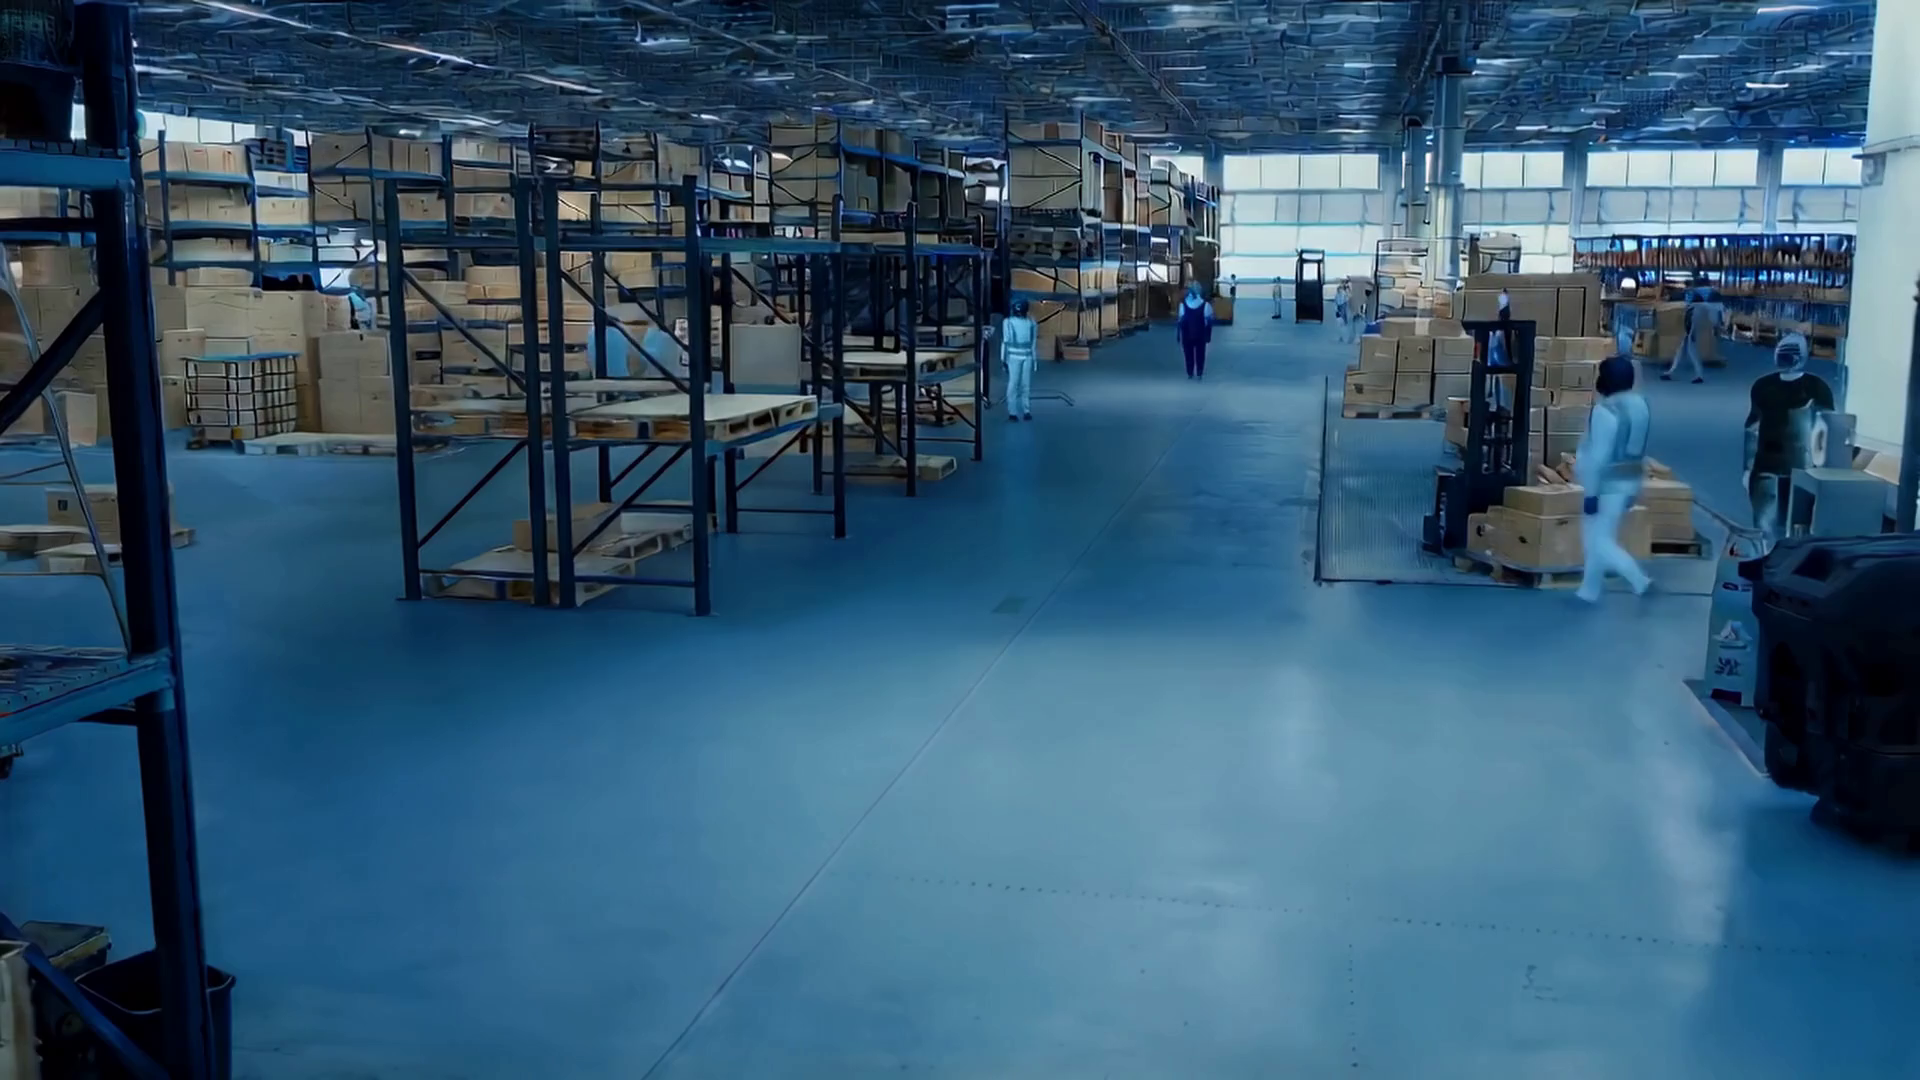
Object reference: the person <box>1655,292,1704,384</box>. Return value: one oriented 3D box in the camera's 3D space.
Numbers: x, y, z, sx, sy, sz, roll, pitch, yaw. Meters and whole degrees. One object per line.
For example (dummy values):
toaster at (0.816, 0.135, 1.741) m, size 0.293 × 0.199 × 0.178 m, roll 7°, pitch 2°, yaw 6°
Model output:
person at (14.427, -4.025, 33.154) m, size 0.941 × 1.822 × 0.555 m, roll 4°, pitch 10°, yaw 20°

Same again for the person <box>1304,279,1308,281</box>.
person at (14.476, -10.166, 70.024) m, size 0.537 × 1.657 × 0.856 m, roll -3°, pitch 10°, yaw -17°

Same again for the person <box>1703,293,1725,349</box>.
person at (19.516, -5.611, 43.175) m, size 0.523 × 1.600 × 0.752 m, roll 2°, pitch 10°, yaw 9°

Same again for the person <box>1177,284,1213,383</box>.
person at (4.747, -4.214, 33.641) m, size 0.691 × 2.000 × 1.009 m, roll 2°, pitch 10°, yaw 14°

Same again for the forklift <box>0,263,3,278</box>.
forklift at (-25.156, -6.268, 43.325) m, size 1.873 × 2.768 × 1.129 m, roll -7°, pitch 12°, yaw -38°

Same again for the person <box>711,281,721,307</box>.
person at (-5.854, -5.266, 40.143) m, size 0.990 × 1.942 × 0.647 m, roll 8°, pitch 13°, yaw 41°

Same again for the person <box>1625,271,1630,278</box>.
person at (32.314, -12.097, 80.582) m, size 0.375 × 1.950 × 0.614 m, roll 5°, pitch 11°, yaw 27°

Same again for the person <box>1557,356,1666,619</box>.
person at (4.525, -0.354, 11.441) m, size 0.723 × 1.818 × 0.635 m, roll 9°, pitch 13°, yaw 44°

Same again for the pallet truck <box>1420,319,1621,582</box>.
pallet truck at (4.543, -0.757, 13.299) m, size 0.823 × 1.965 × 1.885 m, roll -4°, pitch 10°, yaw -22°

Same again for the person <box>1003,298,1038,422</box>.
person at (0.924, -2.746, 25.418) m, size 0.576 × 1.883 × 0.354 m, roll -5°, pitch 11°, yaw -28°

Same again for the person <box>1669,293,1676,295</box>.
person at (34.628, -12.044, 80.625) m, size 0.403 × 1.831 × 0.596 m, roll -4°, pitch 10°, yaw -23°

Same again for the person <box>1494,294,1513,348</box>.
person at (12.471, -4.799, 38.156) m, size 0.538 × 1.670 × 0.563 m, roll 2°, pitch 10°, yaw 11°

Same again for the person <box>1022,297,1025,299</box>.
person at (2.725, -9.474, 66.049) m, size 0.498 × 1.619 × 0.351 m, roll 0°, pitch 10°, yaw -1°

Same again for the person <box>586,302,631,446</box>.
person at (-4.629, -2.180, 21.954) m, size 0.603 × 1.915 × 0.510 m, roll -5°, pitch 11°, yaw -26°

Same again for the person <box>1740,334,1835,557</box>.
person at (5.943, -0.514, 12.030) m, size 0.366 × 1.940 × 0.635 m, roll -6°, pitch 11°, yaw -30°

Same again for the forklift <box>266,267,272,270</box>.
forklift at (-24.542, -8.803, 58.331) m, size 1.129 × 2.768 × 1.873 m, roll -1°, pitch 10°, yaw -8°

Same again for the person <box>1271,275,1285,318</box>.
person at (13.425, -10.283, 70.228) m, size 0.404 × 1.821 × 0.595 m, roll -8°, pitch 13°, yaw -41°

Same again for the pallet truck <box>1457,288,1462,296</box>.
pallet truck at (20.506, -9.785, 68.819) m, size 0.653 × 1.274 × 1.630 m, roll 2°, pitch 10°, yaw 12°

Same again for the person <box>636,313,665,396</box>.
person at (-4.990, -2.895, 27.139) m, size 0.816 × 1.585 × 0.528 m, roll -8°, pitch 12°, yaw -39°

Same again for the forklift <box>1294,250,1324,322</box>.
forklift at (13.778, -10.002, 65.433) m, size 1.129 × 2.768 × 1.873 m, roll 2°, pitch 10°, yaw 12°

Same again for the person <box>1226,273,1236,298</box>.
person at (14.593, -13.483, 89.472) m, size 0.536 × 1.727 × 0.892 m, roll 2°, pitch 10°, yaw 13°

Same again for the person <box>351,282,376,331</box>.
person at (-14.862, -5.468, 41.468) m, size 0.591 × 1.910 × 0.387 m, roll -5°, pitch 11°, yaw -26°

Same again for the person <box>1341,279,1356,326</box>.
person at (14.520, -8.889, 62.187) m, size 0.638 × 1.739 × 0.469 m, roll 7°, pitch 12°, yaw 37°

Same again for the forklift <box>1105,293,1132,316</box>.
forklift at (5.531, -9.389, 61.806) m, size 1.873 × 2.768 × 1.129 m, roll 2°, pitch 10°, yaw 11°

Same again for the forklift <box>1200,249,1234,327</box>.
forklift at (8.990, -9.194, 60.649) m, size 1.873 × 2.768 × 1.129 m, roll 0°, pitch 10°, yaw -2°

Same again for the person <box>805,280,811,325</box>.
person at (-5.625, -8.883, 62.304) m, size 0.532 × 1.698 × 0.319 m, roll -3°, pitch 10°, yaw -19°
